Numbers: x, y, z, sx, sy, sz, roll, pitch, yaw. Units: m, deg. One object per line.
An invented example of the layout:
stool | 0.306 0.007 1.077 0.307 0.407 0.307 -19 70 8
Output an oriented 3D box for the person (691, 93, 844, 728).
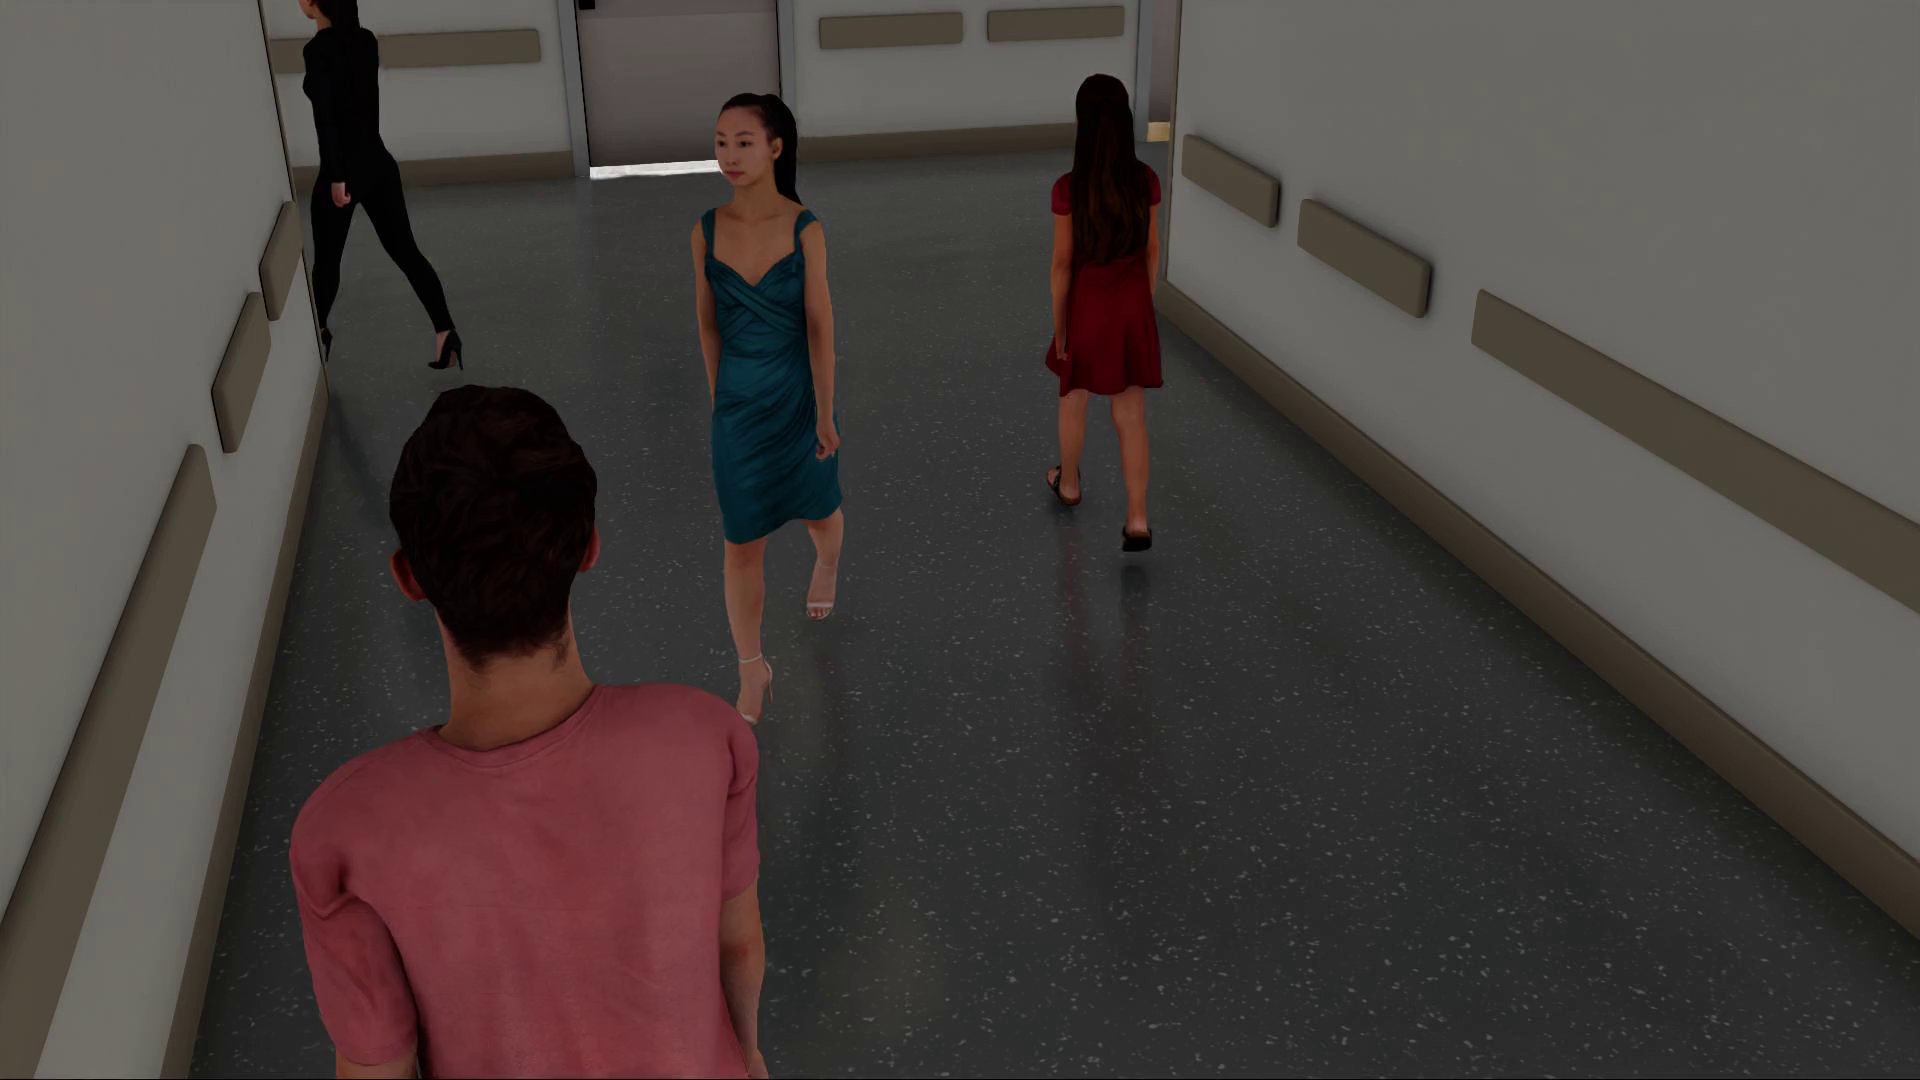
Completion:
person | -0.472 -0.360 4.565 1.030 1.648 0.898 4 26 8

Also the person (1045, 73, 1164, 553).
person | 0.500 -0.700 5.411 1.023 1.525 0.695 -3 26 -6

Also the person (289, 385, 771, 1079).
person | -0.373 0.804 1.814 0.673 1.940 0.717 -9 27 -17

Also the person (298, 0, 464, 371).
person | -2.386 -1.451 6.809 1.152 1.662 1.001 9 27 19
